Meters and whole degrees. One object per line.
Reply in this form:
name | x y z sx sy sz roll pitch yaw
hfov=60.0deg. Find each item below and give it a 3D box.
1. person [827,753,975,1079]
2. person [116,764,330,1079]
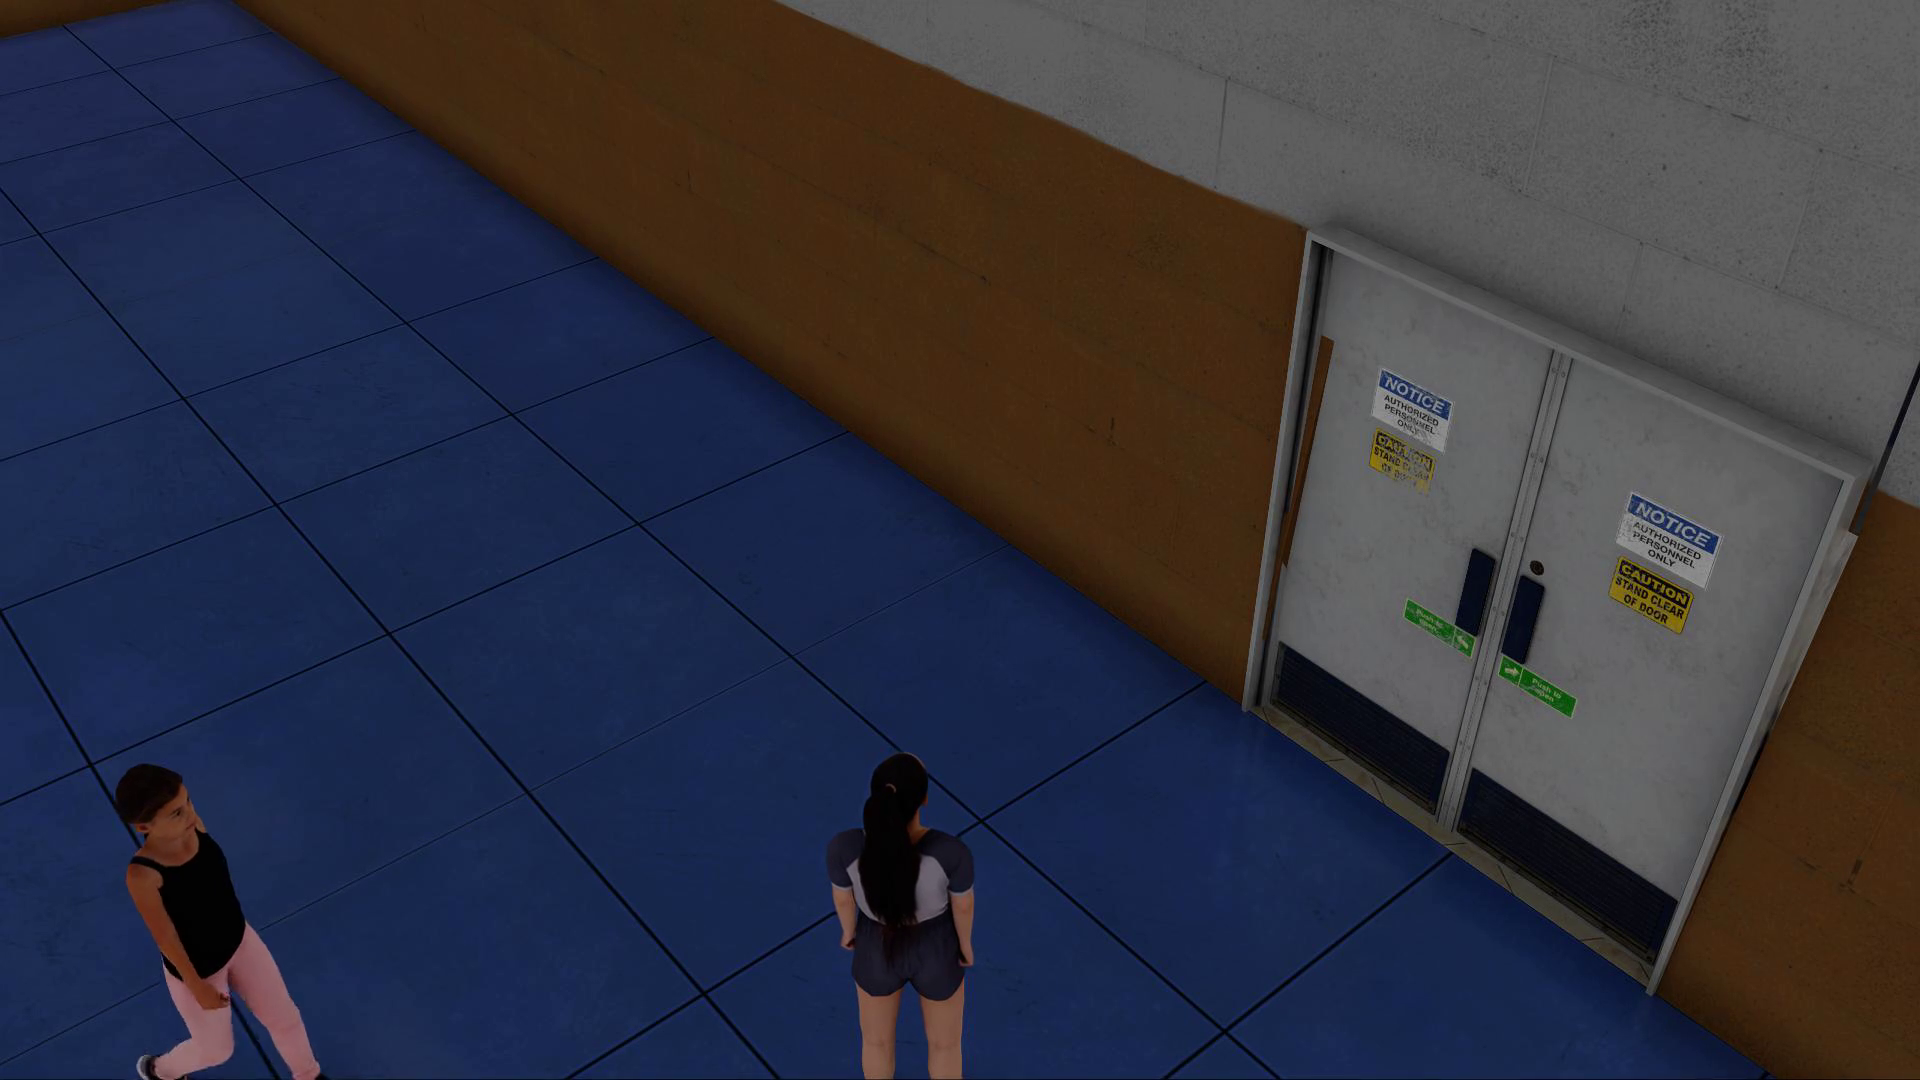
person | -0.162 1.285 5.186 0.666 1.651 0.726 3 37 4
person | -2.415 1.315 5.233 0.910 1.547 0.953 9 38 12
